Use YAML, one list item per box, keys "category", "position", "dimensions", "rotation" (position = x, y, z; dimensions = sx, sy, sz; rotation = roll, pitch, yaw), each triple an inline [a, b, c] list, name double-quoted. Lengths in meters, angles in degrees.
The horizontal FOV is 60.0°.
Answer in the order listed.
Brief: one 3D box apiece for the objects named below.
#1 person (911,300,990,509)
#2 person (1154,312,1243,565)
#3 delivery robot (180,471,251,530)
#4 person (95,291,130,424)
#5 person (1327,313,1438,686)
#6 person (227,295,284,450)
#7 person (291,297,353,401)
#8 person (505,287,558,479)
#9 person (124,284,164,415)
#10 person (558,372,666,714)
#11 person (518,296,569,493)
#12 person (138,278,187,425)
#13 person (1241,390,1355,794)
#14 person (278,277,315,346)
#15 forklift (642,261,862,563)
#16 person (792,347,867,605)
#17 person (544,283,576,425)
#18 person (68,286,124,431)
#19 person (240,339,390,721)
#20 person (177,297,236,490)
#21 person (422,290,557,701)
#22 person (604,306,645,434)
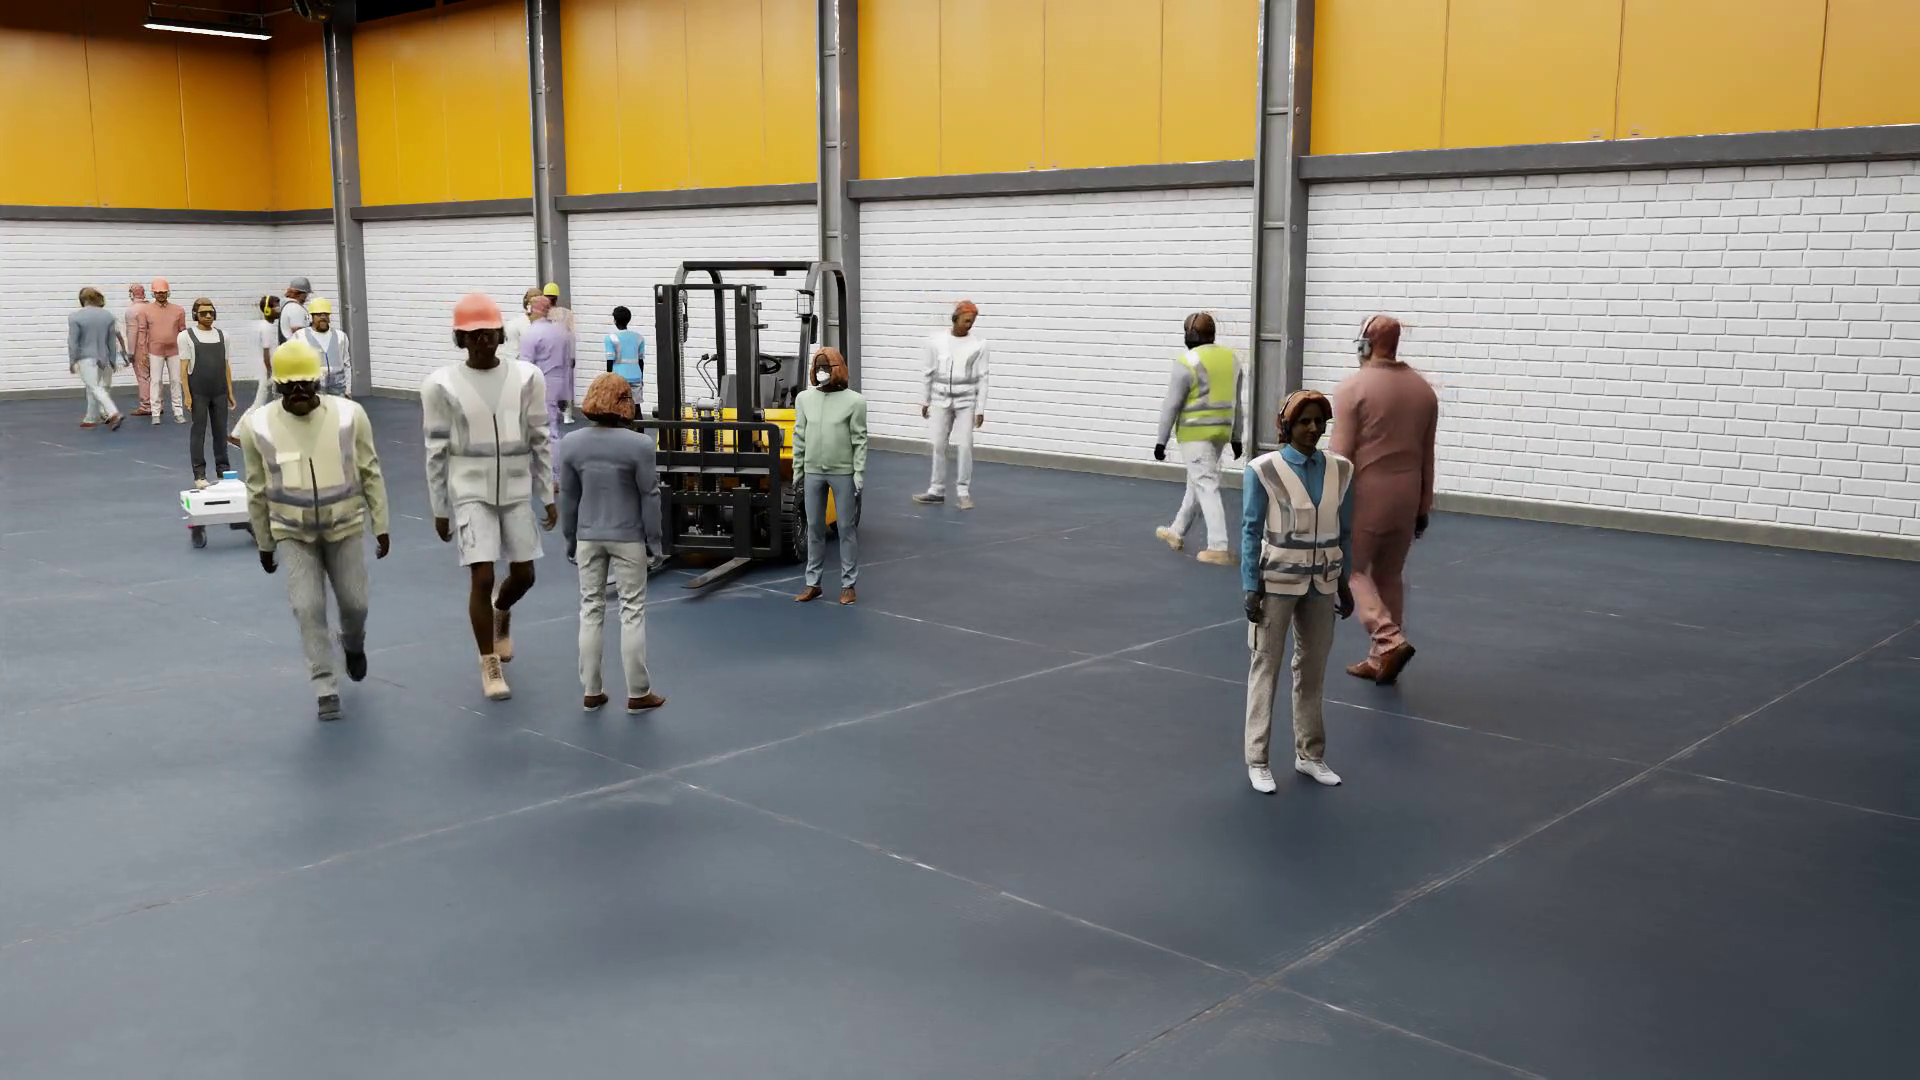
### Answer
- category: "person"
  position: [-0.092, -1.196, 14.742]
  dimensions: [0.747, 1.847, 0.403]
  rotation: [3, 10, 19]
- category: "person"
  position: [1.685, -0.753, 12.165]
  dimensions: [0.655, 1.791, 0.972]
  rotation: [-7, 12, -39]
- category: "delivery robot"
  position: [-5.614, -0.285, 12.819]
  dimensions: [0.707, 0.478, 0.477]
  rotation: [-5, 11, -30]
- category: "person"
  position: [-11.744, -2.495, 22.815]
  dimensions: [0.522, 1.816, 0.996]
  rotation: [-9, 13, -43]
- category: "person"
  position: [2.133, -0.182, 8.360]
  dimensions: [0.680, 1.897, 0.543]
  rotation: [-6, 11, -31]
- category: "person"
  position: [-8.135, -1.957, 19.491]
  dimensions: [0.991, 1.823, 0.523]
  rotation: [-2, 10, -14]
- category: "person"
  position: [-6.430, -1.527, 16.801]
  dimensions: [0.591, 1.837, 0.403]
  rotation: [-7, 12, -38]
- category: "person"
  position: [-4.309, -1.589, 16.870]
  dimensions: [0.351, 1.936, 0.634]
  rotation: [7, 12, 38]
- category: "person"
  position: [-11.869, -2.756, 24.138]
  dimensions: [0.404, 1.903, 0.636]
  rotation: [2, 10, 13]
- category: "person"
  position: [-1.662, 0.016, 7.958]
  dimensions: [0.507, 1.632, 0.268]
  rotation: [2, 9, 13]
- category: "person"
  position: [-4.067, -1.373, 15.784]
  dimensions: [0.787, 1.857, 0.633]
  rotation: [1, 9, 6]
- category: "person"
  position: [-10.870, -2.575, 22.737]
  dimensions: [0.623, 1.992, 0.397]
  rotation: [-7, 11, -35]
- category: "person"
  position: [1.372, 0.205, 6.783]
  dimensions: [0.515, 1.641, 0.308]
  rotation: [-3, 10, -20]
- category: "person"
  position: [-8.850, -2.527, 22.306]
  dimensions: [0.537, 2.000, 0.706]
  rotation: [-5, 11, -29]
- category: "forklift"
  position: [-1.552, -1.040, 12.721]
  dimensions: [1.214, 2.155, 2.313]
  rotation: [2, 9, 11]
- category: "person"
  position: [-0.830, -0.406, 10.547]
  dimensions: [0.500, 1.633, 0.284]
  rotation: [3, 10, 16]
- category: "person"
  position: [-5.528, -2.524, 22.634]
  dimensions: [0.585, 1.929, 0.375]
  rotation: [-2, 9, -11]
- category: "person"
  position: [-11.319, -2.373, 21.788]
  dimensions: [0.931, 1.907, 0.637]
  rotation: [4, 10, 24]
- category: "person"
  position: [-3.064, -0.060, 7.939]
  dimensions: [0.632, 1.799, 0.643]
  rotation: [-4, 10, -21]
- category: "person"
  position: [-7.259, -1.413, 16.076]
  dimensions: [0.345, 1.846, 0.508]
  rotation: [7, 12, 37]
- category: "person"
  position: [-2.369, -0.241, 8.358]
  dimensions: [0.621, 2.021, 0.693]
  rotation: [-5, 11, -29]
- category: "person"
  position: [-3.840, -1.826, 19.053]
  dimensions: [0.317, 1.697, 0.540]
  rotation: [9, 13, 44]
